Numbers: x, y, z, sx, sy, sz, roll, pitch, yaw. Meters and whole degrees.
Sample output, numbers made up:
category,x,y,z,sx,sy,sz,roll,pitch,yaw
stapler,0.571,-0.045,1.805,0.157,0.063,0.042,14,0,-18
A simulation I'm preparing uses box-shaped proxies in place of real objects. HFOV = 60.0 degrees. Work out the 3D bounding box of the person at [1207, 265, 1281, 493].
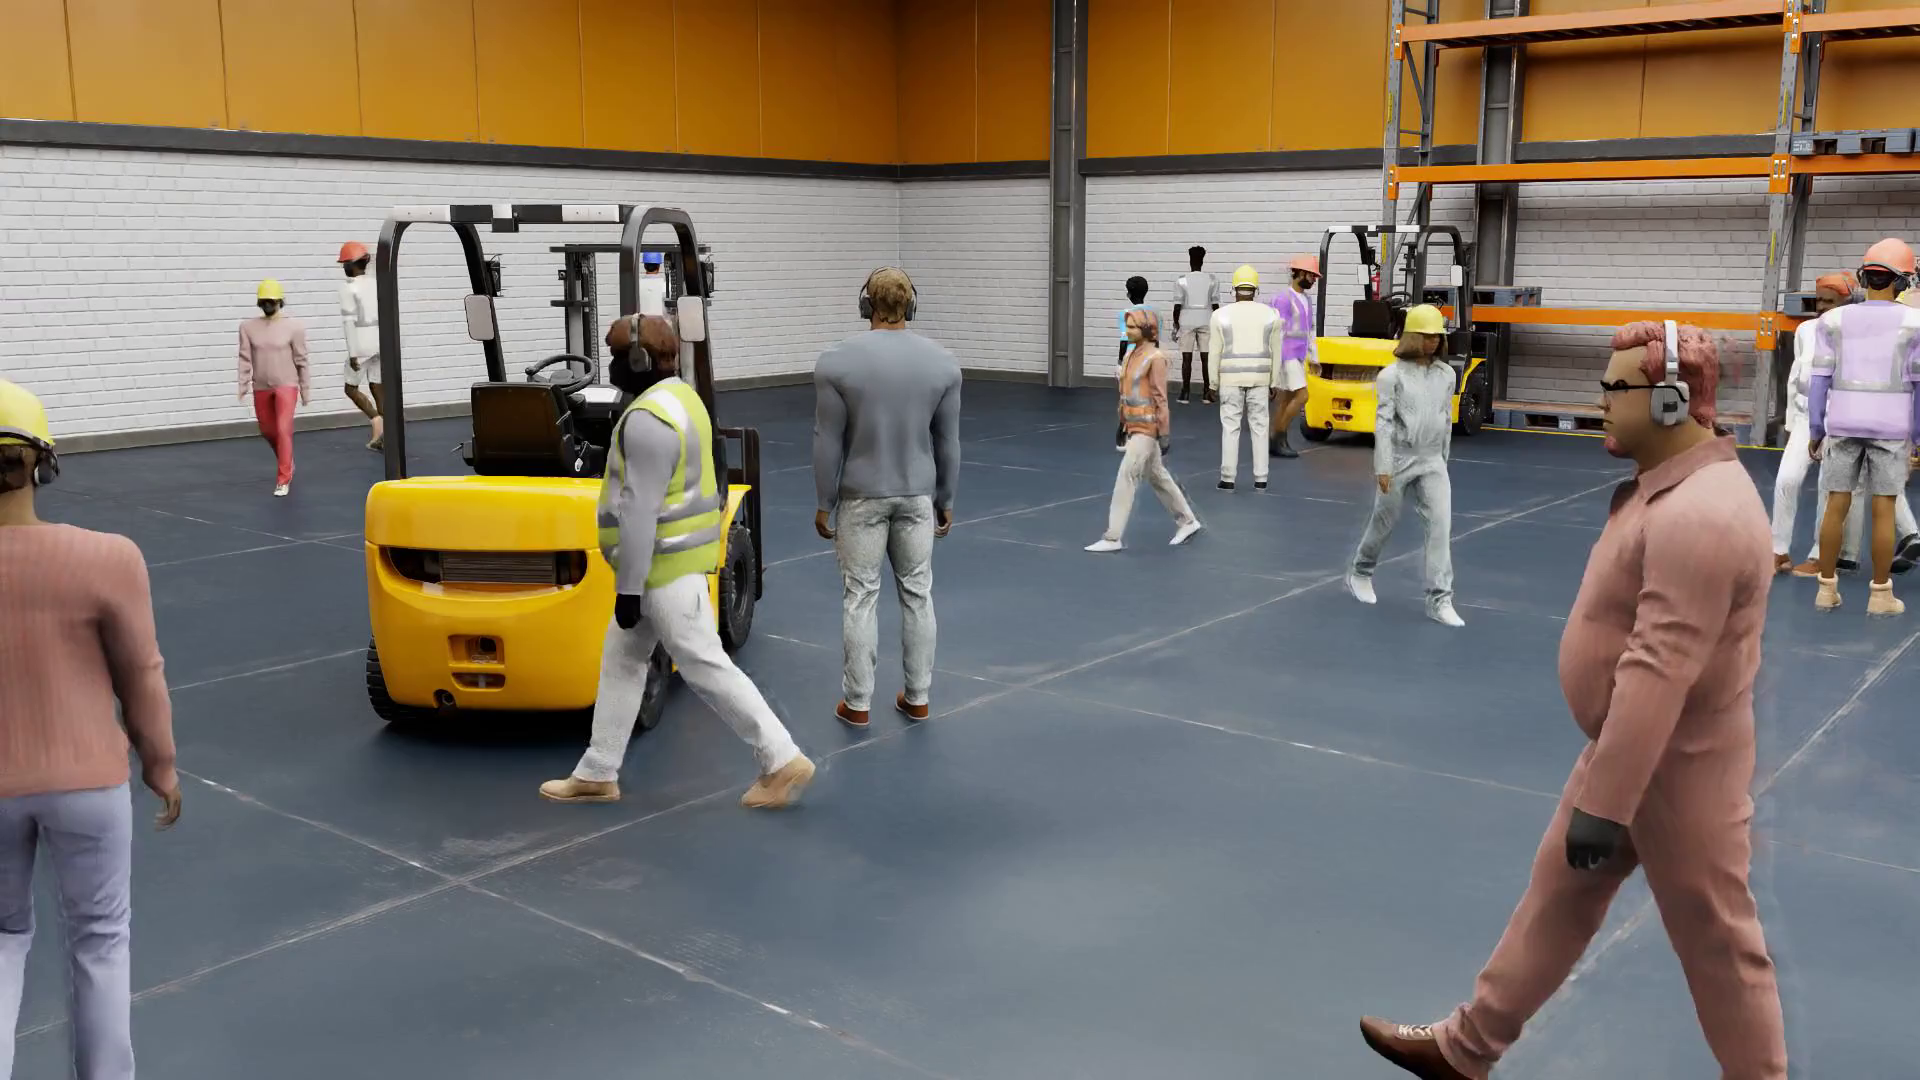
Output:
category,x,y,z,sx,sy,sz,roll,pitch,yaw
person,2.282,-1.288,13.406,0.590,1.835,0.404,0,10,-1

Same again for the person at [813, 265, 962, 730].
category,x,y,z,sx,sy,sz,roll,pitch,yaw
person,-0.301,-0.168,6.957,0.630,1.934,0.366,-3,11,-17

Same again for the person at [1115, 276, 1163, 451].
category,x,y,z,sx,sy,sz,roll,pitch,yaw
person,1.716,-1.691,16.034,0.532,1.692,0.320,-8,13,-36

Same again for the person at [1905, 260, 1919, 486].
category,x,y,z,sx,sy,sz,roll,pitch,yaw
person,7.887,-1.362,13.641,0.663,1.895,0.515,1,10,8

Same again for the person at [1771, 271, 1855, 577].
category,x,y,z,sx,sy,sz,roll,pitch,yaw
person,5.119,-0.663,9.903,0.617,1.857,0.611,-5,12,-27

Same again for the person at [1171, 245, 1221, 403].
category,x,y,z,sx,sy,sz,roll,pitch,yaw
person,2.942,-2.683,20.767,0.603,1.967,0.366,0,10,-2

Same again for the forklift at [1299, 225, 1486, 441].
category,x,y,z,sx,sy,sz,roll,pitch,yaw
forklift,4.449,-2.115,16.993,1.214,2.155,2.313,8,13,38

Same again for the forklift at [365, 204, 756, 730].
category,x,y,z,sx,sy,sz,roll,pitch,yaw
forklift,-1.766,-0.406,7.525,1.214,2.155,2.313,1,10,7

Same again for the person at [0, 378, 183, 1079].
category,x,y,z,sx,sy,sz,roll,pitch,yaw
person,-1.986,0.533,3.556,0.545,1.749,0.483,-3,11,-17

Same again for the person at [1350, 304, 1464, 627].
category,x,y,z,sx,sy,sz,roll,pitch,yaw
person,2.437,-0.434,9.057,0.497,1.703,0.890,-3,11,-16

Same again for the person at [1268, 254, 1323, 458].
category,x,y,z,sx,sy,sz,roll,pitch,yaw
person,3.113,-1.700,15.503,0.508,1.902,0.551,7,12,34

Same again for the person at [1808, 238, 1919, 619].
category,x,y,z,sx,sy,sz,roll,pitch,yaw
person,4.938,-0.602,9.025,0.611,2.041,0.394,9,14,42

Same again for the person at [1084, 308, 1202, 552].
category,x,y,z,sx,sy,sz,roll,pitch,yaw
person,1.245,-0.725,10.938,0.846,1.605,0.533,-3,11,-15

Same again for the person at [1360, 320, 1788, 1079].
category,x,y,z,sx,sy,sz,roll,pitch,yaw
person,1.398,0.464,3.614,0.965,1.856,0.678,3,11,16

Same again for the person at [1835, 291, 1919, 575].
category,x,y,z,sx,sy,sz,roll,pitch,yaw
person,5.533,-0.659,9.986,0.621,1.810,0.590,1,10,3

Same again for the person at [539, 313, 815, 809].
category,x,y,z,sx,sy,sz,roll,pitch,yaw
person,-1.001,0.090,5.912,0.987,1.795,0.635,0,10,-2

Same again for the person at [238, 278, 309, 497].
category,x,y,z,sx,sy,sz,roll,pitch,yaw
person,-5.542,-1.256,13.508,0.525,1.734,0.809,0,10,-2

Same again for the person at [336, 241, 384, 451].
category,x,y,z,sx,sy,sz,roll,pitch,yaw
person,-5.698,-1.840,15.948,0.486,2.028,0.605,6,12,28

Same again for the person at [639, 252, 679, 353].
category,x,y,z,sx,sy,sz,roll,pitch,yaw
person,-3.371,-2.239,18.361,0.605,1.948,0.388,0,10,-2
